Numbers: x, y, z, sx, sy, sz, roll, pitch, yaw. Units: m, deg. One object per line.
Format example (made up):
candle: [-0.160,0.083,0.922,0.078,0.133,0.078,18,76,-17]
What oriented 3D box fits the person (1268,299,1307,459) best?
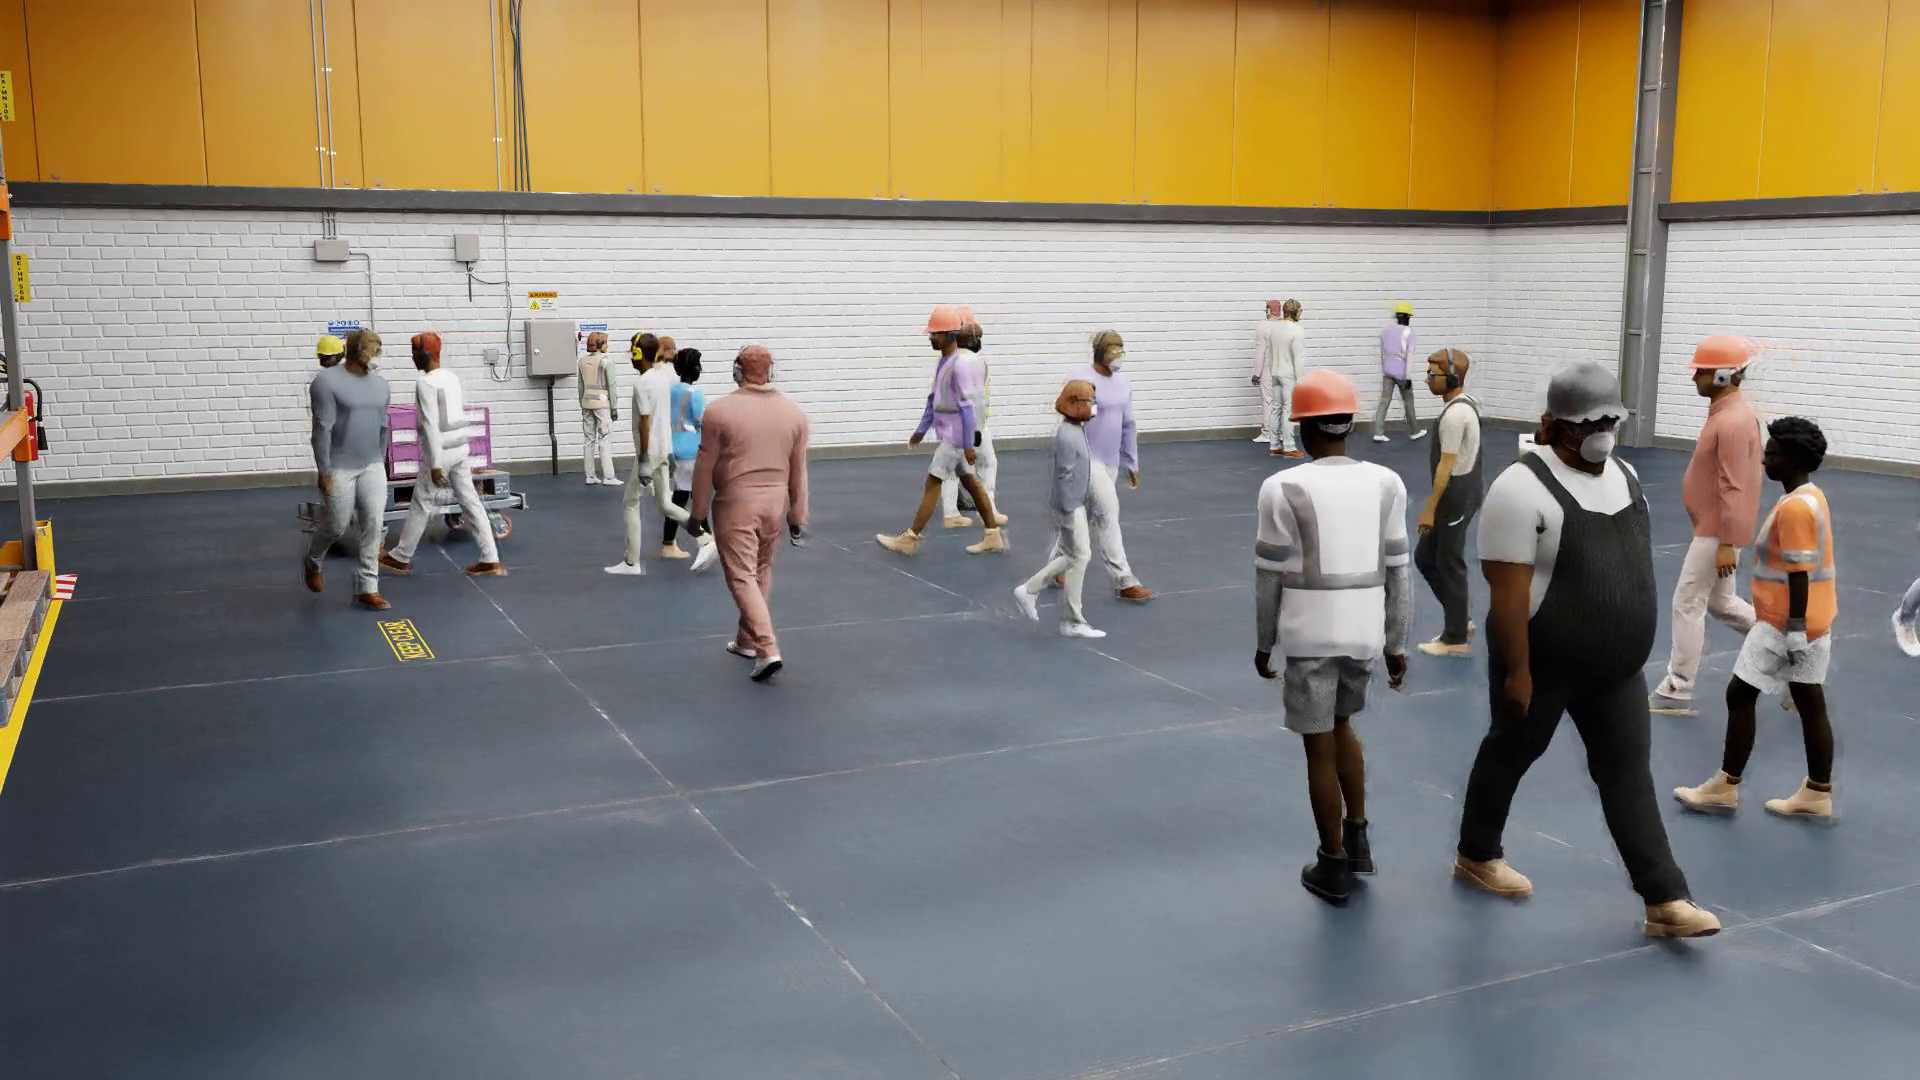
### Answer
person: [3.982,-1.959,20.255,0.372,1.939,0.629,-4,10,-24]

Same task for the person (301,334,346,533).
person: [-5.418,-0.955,14.658,0.535,1.726,0.851,8,12,41]

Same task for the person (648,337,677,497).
person: [-2.969,-1.227,16.706,0.342,1.622,0.514,-6,11,-32]

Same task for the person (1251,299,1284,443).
person: [4.147,-2.234,22.078,0.639,1.904,0.407,-5,10,-26]

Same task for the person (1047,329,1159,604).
person: [0.959,-0.527,11.571,1.070,1.880,0.630,8,12,41]

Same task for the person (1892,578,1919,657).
person: [5.633,-0.152,9.394,0.540,1.828,0.886,0,9,0]

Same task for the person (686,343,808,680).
person: [-1.179,-0.175,9.405,0.645,1.872,0.928,-7,12,-38]

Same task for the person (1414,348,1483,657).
person: [2.844,-0.207,9.718,0.397,1.828,0.519,2,9,14]

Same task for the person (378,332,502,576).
person: [-3.888,-0.624,12.332,1.032,1.820,0.610,2,9,12]

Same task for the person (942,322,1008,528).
person: [0.144,-1.018,14.771,0.728,1.818,0.661,-6,11,-34]

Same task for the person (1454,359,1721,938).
person: [2.130,0.331,5.730,0.688,2.000,1.035,-5,10,-27]

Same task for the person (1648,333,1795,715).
person: [3.923,-0.057,8.397,0.855,1.970,0.628,4,10,22]

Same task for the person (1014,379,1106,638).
person: [0.630,-0.194,10.282,0.508,1.616,0.525,2,9,10]

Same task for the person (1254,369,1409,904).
person: [1.320,0.346,6.026,0.541,1.913,0.509,-3,10,-16]

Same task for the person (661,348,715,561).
person: [-2.066,-0.677,13.152,0.805,1.665,0.542,-6,11,-33]

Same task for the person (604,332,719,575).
person: [-2.217,-0.630,12.373,0.862,1.832,0.549,2,9,14]

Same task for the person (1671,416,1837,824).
person: [3.312,0.325,6.876,0.712,1.670,0.557,6,11,32]

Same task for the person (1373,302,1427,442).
person: [5.870,-2.241,22.236,1.013,1.858,0.595,-8,12,-40]

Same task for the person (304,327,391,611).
person: [-4.152,-0.493,11.284,0.807,1.903,0.653,7,12,37]

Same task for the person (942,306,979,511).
person: [0.000,-1.252,15.868,0.365,1.939,0.542,-1,9,-9]

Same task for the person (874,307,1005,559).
person: [-0.129,-0.832,13.128,1.088,1.978,0.626,-1,9,-8]

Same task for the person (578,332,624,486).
person: [-3.836,-1.387,17.640,0.515,1.636,0.314,6,11,32]

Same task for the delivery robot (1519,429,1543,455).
delivery robot: [6.659,-1.073,18.749,0.477,0.478,0.707,-5,10,-30]
